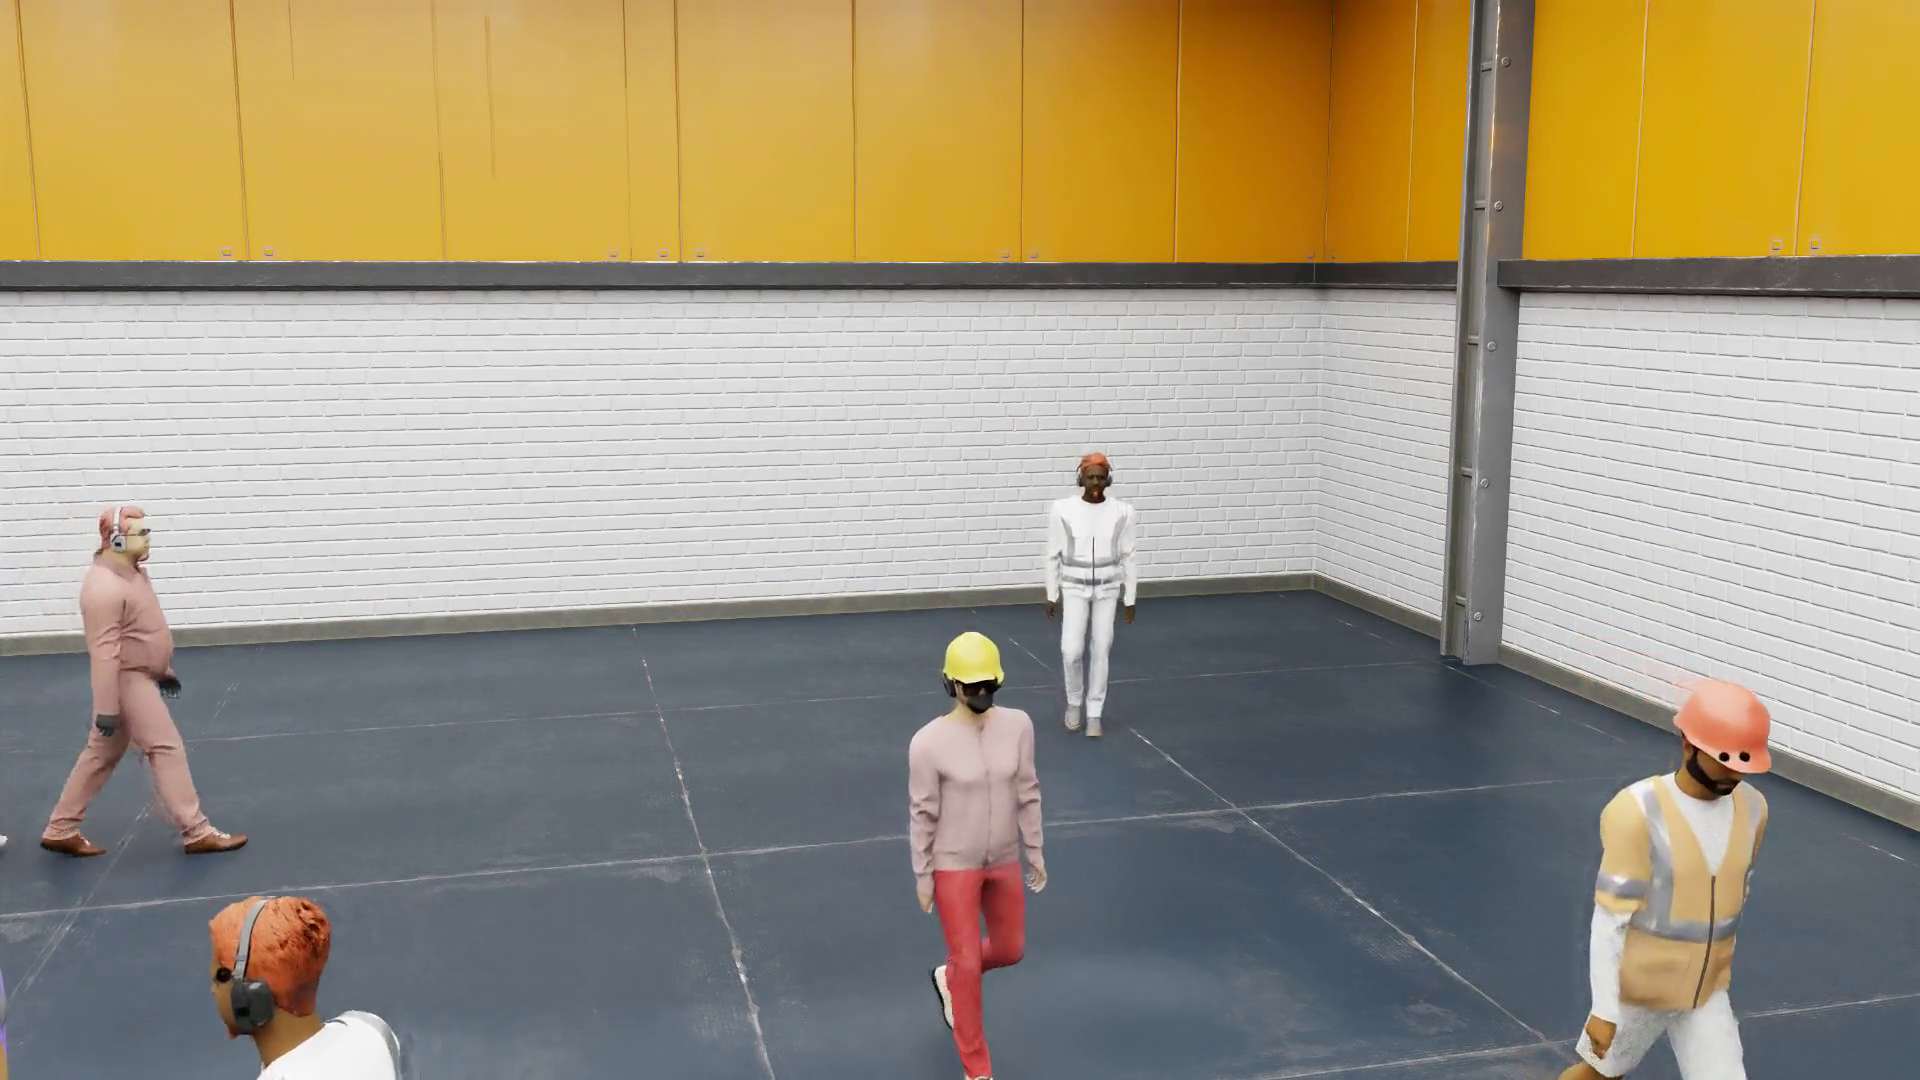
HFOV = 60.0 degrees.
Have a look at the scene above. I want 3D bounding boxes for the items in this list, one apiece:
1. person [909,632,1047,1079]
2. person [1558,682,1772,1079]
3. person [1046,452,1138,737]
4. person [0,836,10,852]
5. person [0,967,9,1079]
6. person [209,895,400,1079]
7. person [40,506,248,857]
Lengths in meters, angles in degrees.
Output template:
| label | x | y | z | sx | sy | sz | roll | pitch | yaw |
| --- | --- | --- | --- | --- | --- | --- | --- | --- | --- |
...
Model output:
| label | x | y | z | sx | sy | sz | roll | pitch | yaw |
| --- | --- | --- | --- | --- | --- | --- | --- | --- | --- |
| person | 0.031 | 1.175 | 6.171 | 0.531 | 1.747 | 0.656 | -6 | 11 | -31 |
| person | 2.093 | 1.296 | 5.061 | 0.578 | 1.884 | 0.991 | -2 | 9 | -14 |
| person | 0.864 | 0.364 | 10.865 | 0.602 | 1.872 | 0.412 | 0 | 9 | -2 |
| person | -5.303 | 0.675 | 8.506 | 0.830 | 2.005 | 0.633 | -7 | 11 | -37 |
| person | -2.553 | 1.462 | 4.114 | 0.570 | 1.840 | 0.372 | 4 | 10 | 25 |
| person | -1.378 | 1.590 | 3.290 | 0.915 | 1.843 | 0.608 | 1 | 9 | 7 |
| person | -4.309 | 0.742 | 8.574 | 0.984 | 1.866 | 0.644 | -4 | 10 | -21 |
